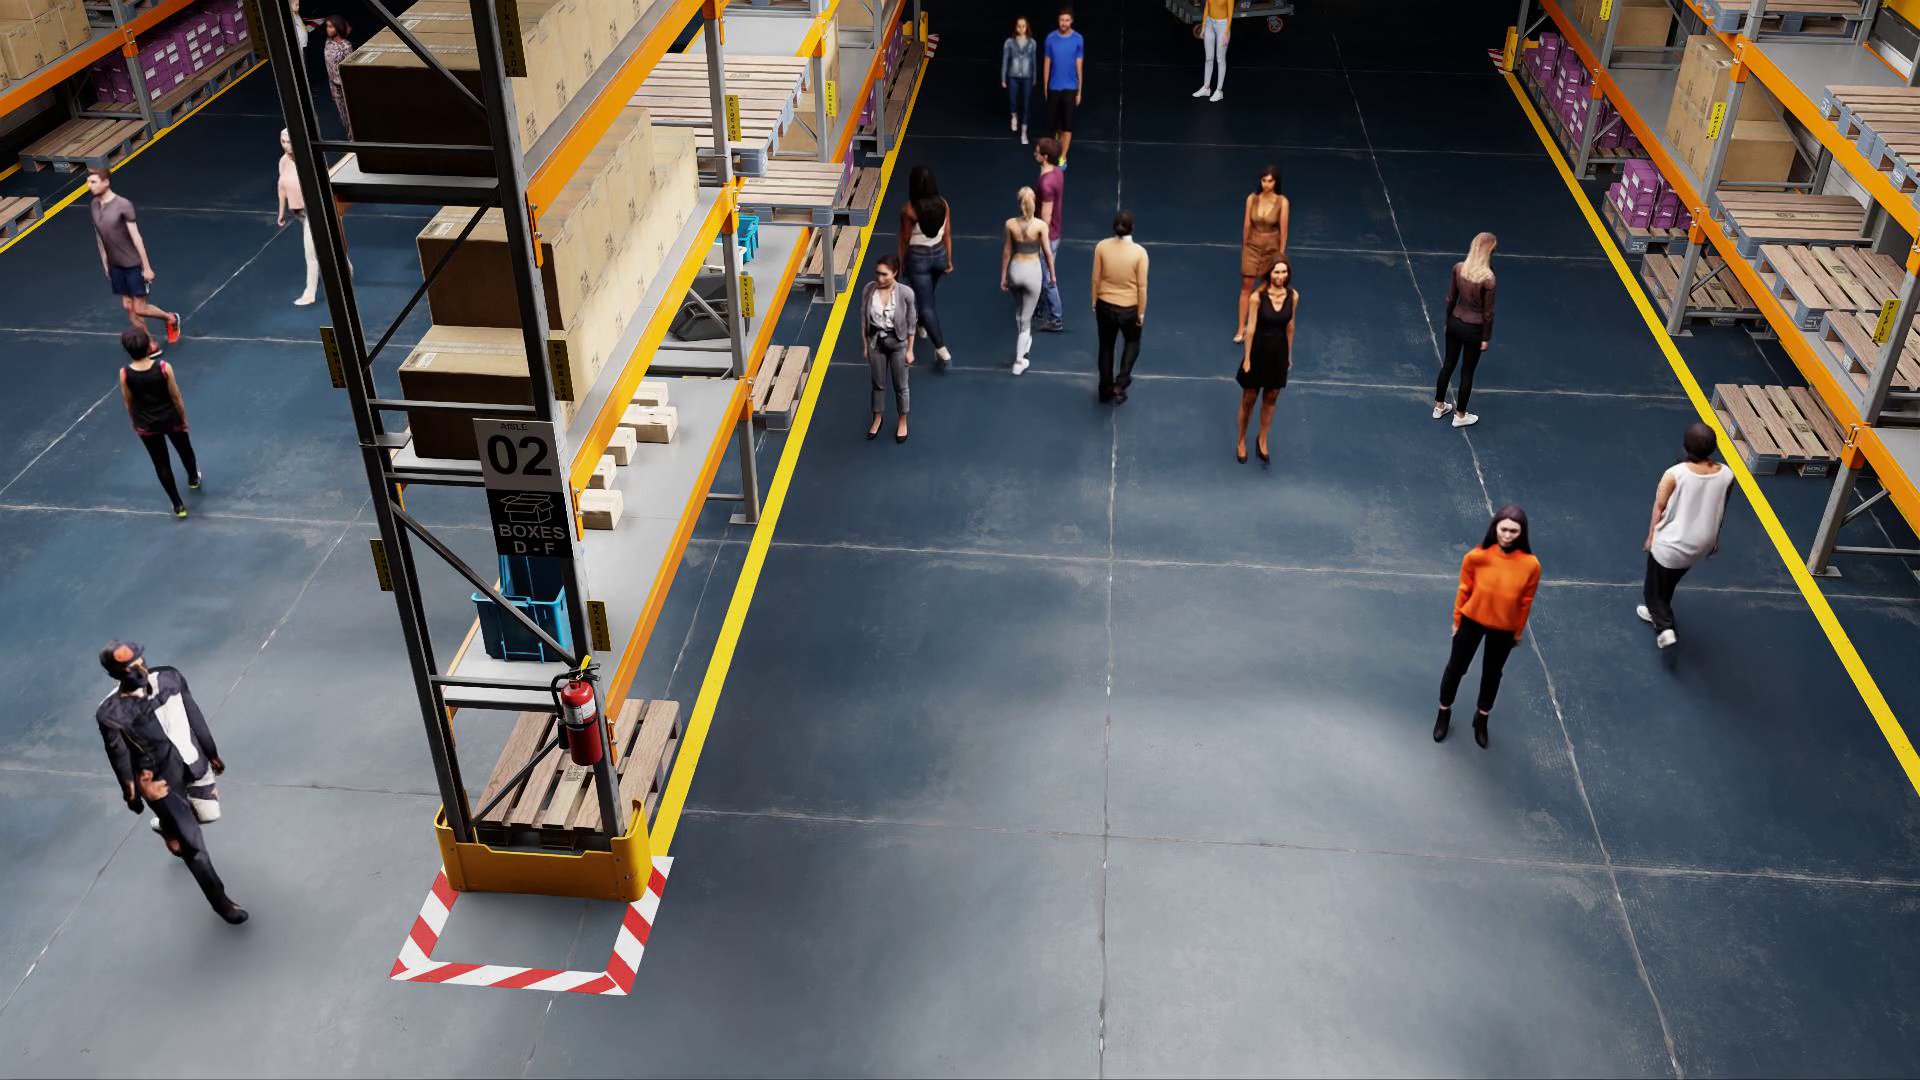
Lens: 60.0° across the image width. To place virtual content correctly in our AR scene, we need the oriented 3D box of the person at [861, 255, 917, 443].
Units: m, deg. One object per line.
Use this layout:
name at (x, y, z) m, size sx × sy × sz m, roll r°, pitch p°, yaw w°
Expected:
person at (-0.582, -1.597, 13.745) m, size 0.652 × 1.678 × 0.626 m, roll 9°, pitch 35°, yaw 13°

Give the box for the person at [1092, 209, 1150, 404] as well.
person at (1.336, -1.945, 14.210) m, size 0.752 × 1.742 × 0.757 m, roll 11°, pitch 35°, yaw 16°

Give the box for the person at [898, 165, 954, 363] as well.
person at (-0.271, -2.422, 14.909) m, size 1.069 × 1.763 × 1.285 m, roll -15°, pitch 37°, yaw -21°

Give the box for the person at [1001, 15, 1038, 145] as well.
person at (0.706, -5.540, 19.884) m, size 0.675 × 1.449 × 1.027 m, roll -1°, pitch 34°, yaw -2°

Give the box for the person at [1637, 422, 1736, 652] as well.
person at (4.919, 0.014, 11.333) m, size 0.792 × 1.664 × 0.983 m, roll -3°, pitch 34°, yaw -4°

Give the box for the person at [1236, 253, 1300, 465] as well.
person at (2.464, -1.448, 13.380) m, size 0.643 × 1.834 × 0.618 m, roll -6°, pitch 34°, yaw -10°

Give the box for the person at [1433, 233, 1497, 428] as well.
person at (4.248, -1.767, 13.977) m, size 0.735 × 1.705 × 0.652 m, roll -21°, pitch 39°, yaw -28°

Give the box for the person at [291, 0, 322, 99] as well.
person at (-8.428, -6.299, 21.179) m, size 0.605 × 1.280 × 0.508 m, roll -6°, pitch 34°, yaw -9°

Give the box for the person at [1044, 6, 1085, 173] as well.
person at (1.193, -5.162, 18.950) m, size 0.661 × 1.853 × 0.934 m, roll 6°, pitch 34°, yaw 9°

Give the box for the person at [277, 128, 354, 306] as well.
person at (-6.275, -3.204, 16.169) m, size 0.853 × 1.671 × 1.233 m, roll 12°, pitch 36°, yaw 18°

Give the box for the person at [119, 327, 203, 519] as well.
person at (-6.160, -0.880, 12.799) m, size 0.812 × 1.531 × 0.960 m, roll -15°, pitch 36°, yaw -21°

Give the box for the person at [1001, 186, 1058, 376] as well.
person at (0.552, -2.260, 14.742) m, size 0.743 × 1.678 × 0.962 m, roll 12°, pitch 35°, yaw 17°

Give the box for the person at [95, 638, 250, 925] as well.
person at (-4.421, 1.276, 9.245) m, size 1.035 × 1.874 × 1.142 m, roll 19°, pitch 38°, yaw 26°

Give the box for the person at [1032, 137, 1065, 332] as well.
person at (0.829, -2.846, 15.464) m, size 0.766 × 1.855 × 0.685 m, roll 7°, pitch 34°, yaw 10°

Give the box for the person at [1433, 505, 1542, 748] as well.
person at (3.324, 0.530, 10.481) m, size 0.659 × 1.749 × 0.612 m, roll 9°, pitch 35°, yaw 13°

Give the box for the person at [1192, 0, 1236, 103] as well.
person at (3.246, -6.431, 20.946) m, size 0.742 × 1.757 × 0.693 m, roll -29°, pitch 43°, yaw -36°

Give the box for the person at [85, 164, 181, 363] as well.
person at (-7.426, -2.503, 14.964) m, size 0.784 × 1.838 × 0.889 m, roll 12°, pitch 35°, yaw 17°

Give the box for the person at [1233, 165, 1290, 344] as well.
person at (2.832, -2.696, 15.413) m, size 0.743 × 1.661 × 1.000 m, roll 11°, pitch 35°, yaw 16°
